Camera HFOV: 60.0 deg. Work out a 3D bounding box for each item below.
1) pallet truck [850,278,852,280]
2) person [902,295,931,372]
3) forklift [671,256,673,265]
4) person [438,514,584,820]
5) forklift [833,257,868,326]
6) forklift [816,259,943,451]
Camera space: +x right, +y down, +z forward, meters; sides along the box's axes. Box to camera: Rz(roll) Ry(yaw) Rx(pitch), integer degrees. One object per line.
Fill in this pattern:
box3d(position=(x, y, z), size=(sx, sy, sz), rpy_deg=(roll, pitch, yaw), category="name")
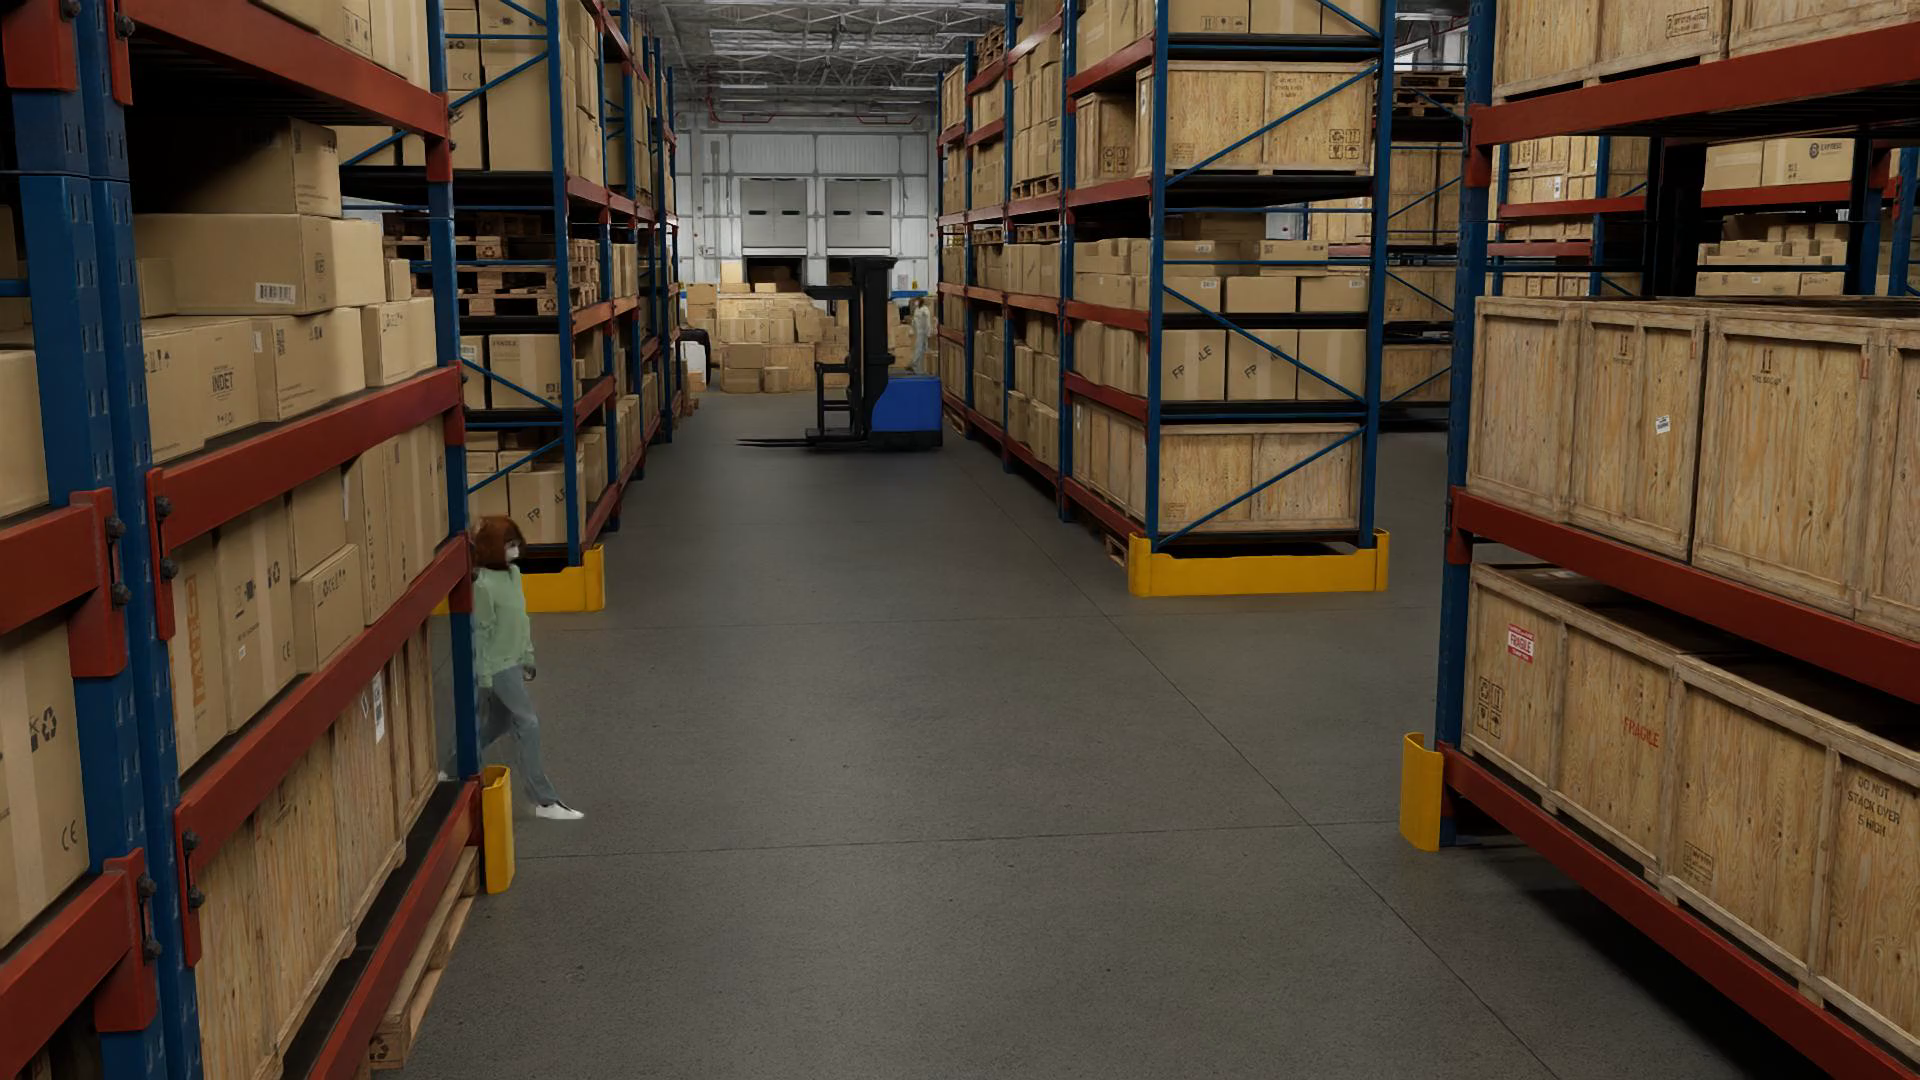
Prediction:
box3d(position=(-3.782, -9.391, 65.808), size=(1.885, 1.965, 0.823), rpy_deg=(2, 10, 10), category="pallet truck")
box3d(position=(-1.046, -5.073, 40.984), size=(0.995, 1.888, 0.648), rpy_deg=(-4, 11, -23), category="person")
box3d(position=(-10.987, -9.066, 61.344), size=(1.129, 2.768, 1.873), rpy_deg=(-1, 10, -7), category="forklift")
box3d(position=(-2.374, 0.646, 8.565), size=(0.817, 1.593, 0.510), rpy_deg=(1, 10, 4), category="person")
box3d(position=(-2.884, -6.733, 47.766), size=(1.873, 2.768, 1.129), rpy_deg=(-3, 10, -15), category="forklift")
box3d(position=(-1.232, -2.764, 24.659), size=(1.873, 2.768, 1.129), rpy_deg=(-1, 10, -7), category="forklift")
